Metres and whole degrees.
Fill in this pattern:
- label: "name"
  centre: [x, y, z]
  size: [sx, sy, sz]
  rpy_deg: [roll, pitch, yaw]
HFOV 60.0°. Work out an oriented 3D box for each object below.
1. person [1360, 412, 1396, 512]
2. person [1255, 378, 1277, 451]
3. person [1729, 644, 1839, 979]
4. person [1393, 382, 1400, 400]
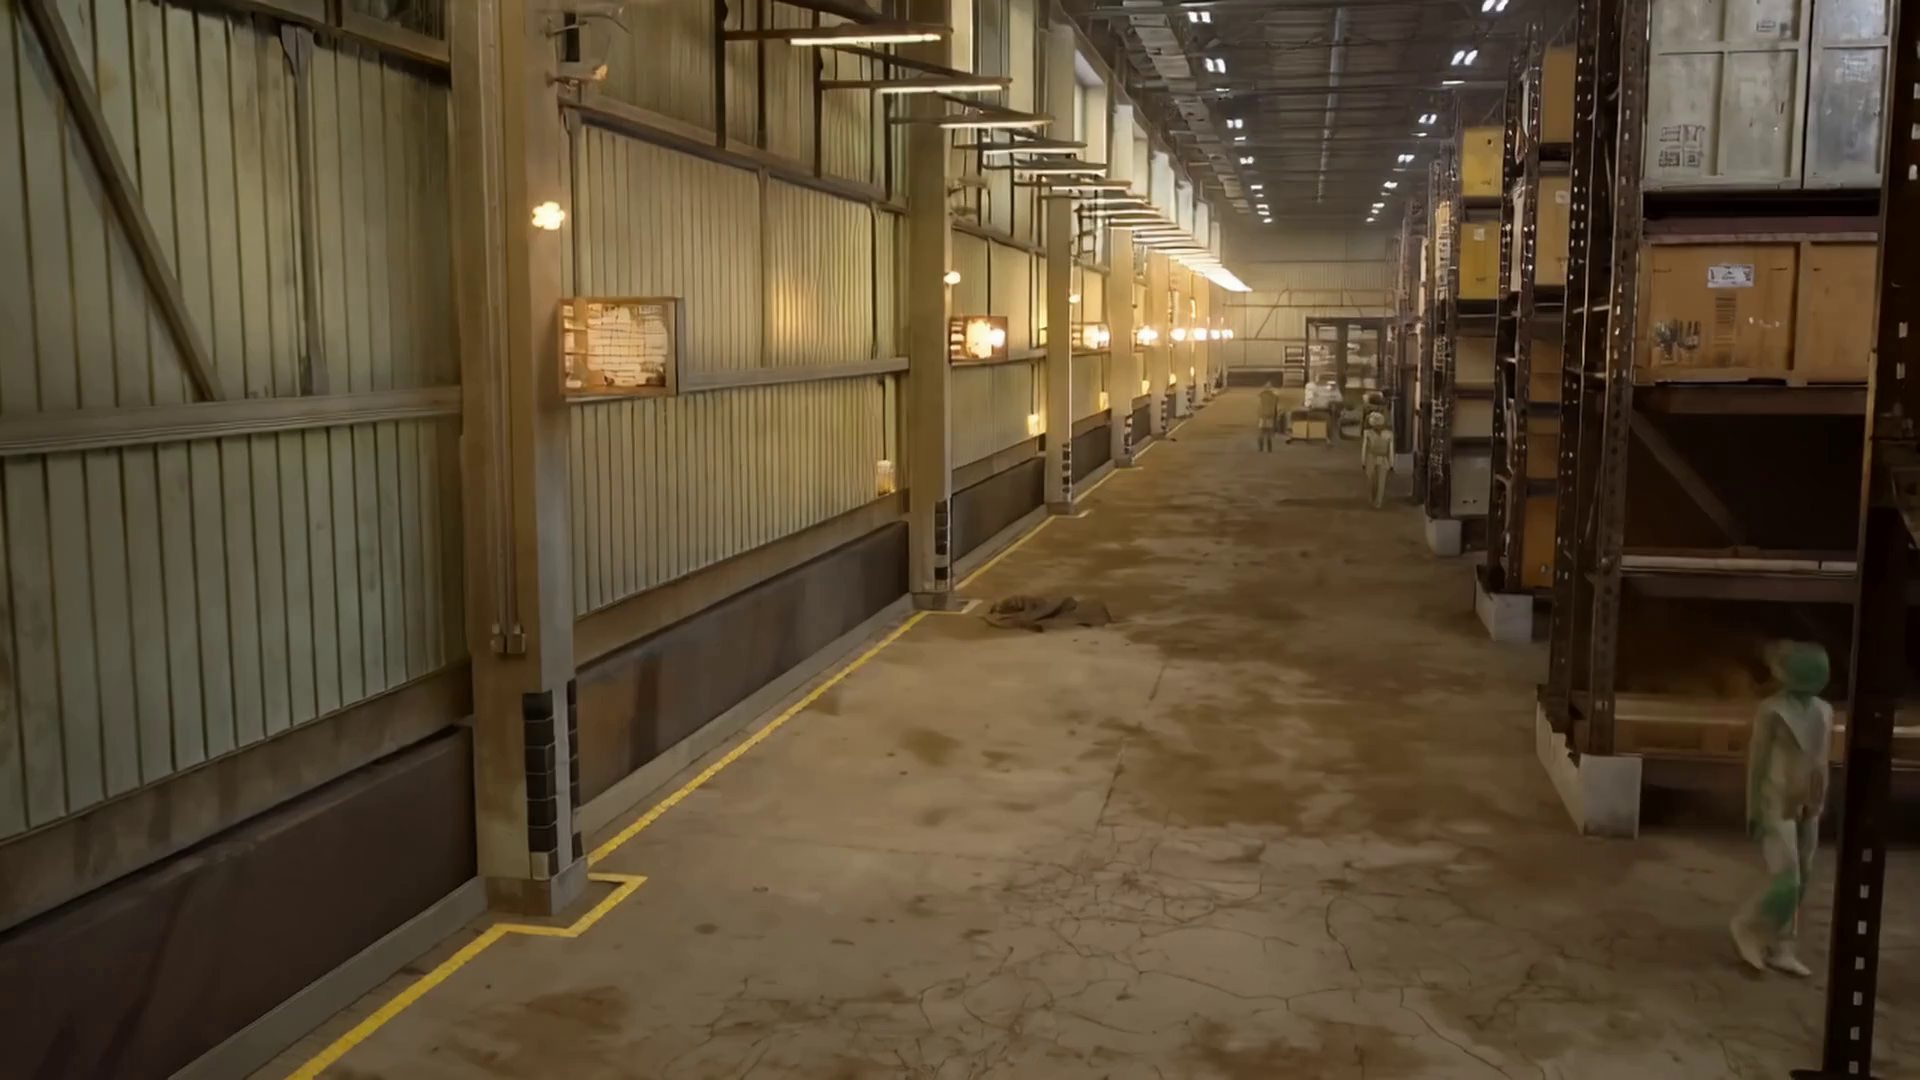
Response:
- label: "person"
  centre: [7.194, -1.340, 28.640]
  size: [0.602, 1.730, 0.518]
  rpy_deg: [2, 7, 14]
- label: "person"
  centre: [7.985, -3.257, 43.256]
  size: [0.579, 1.921, 0.480]
  rpy_deg: [5, 9, 33]
- label: "person"
  centre: [3.981, 1.301, 7.950]
  size: [0.537, 1.621, 0.363]
  rpy_deg: [-4, 8, -27]
- label: "person"
  centre: [12.379, -3.599, 46.767]
  size: [0.346, 1.735, 0.485]
  rpy_deg: [-5, 9, -36]
